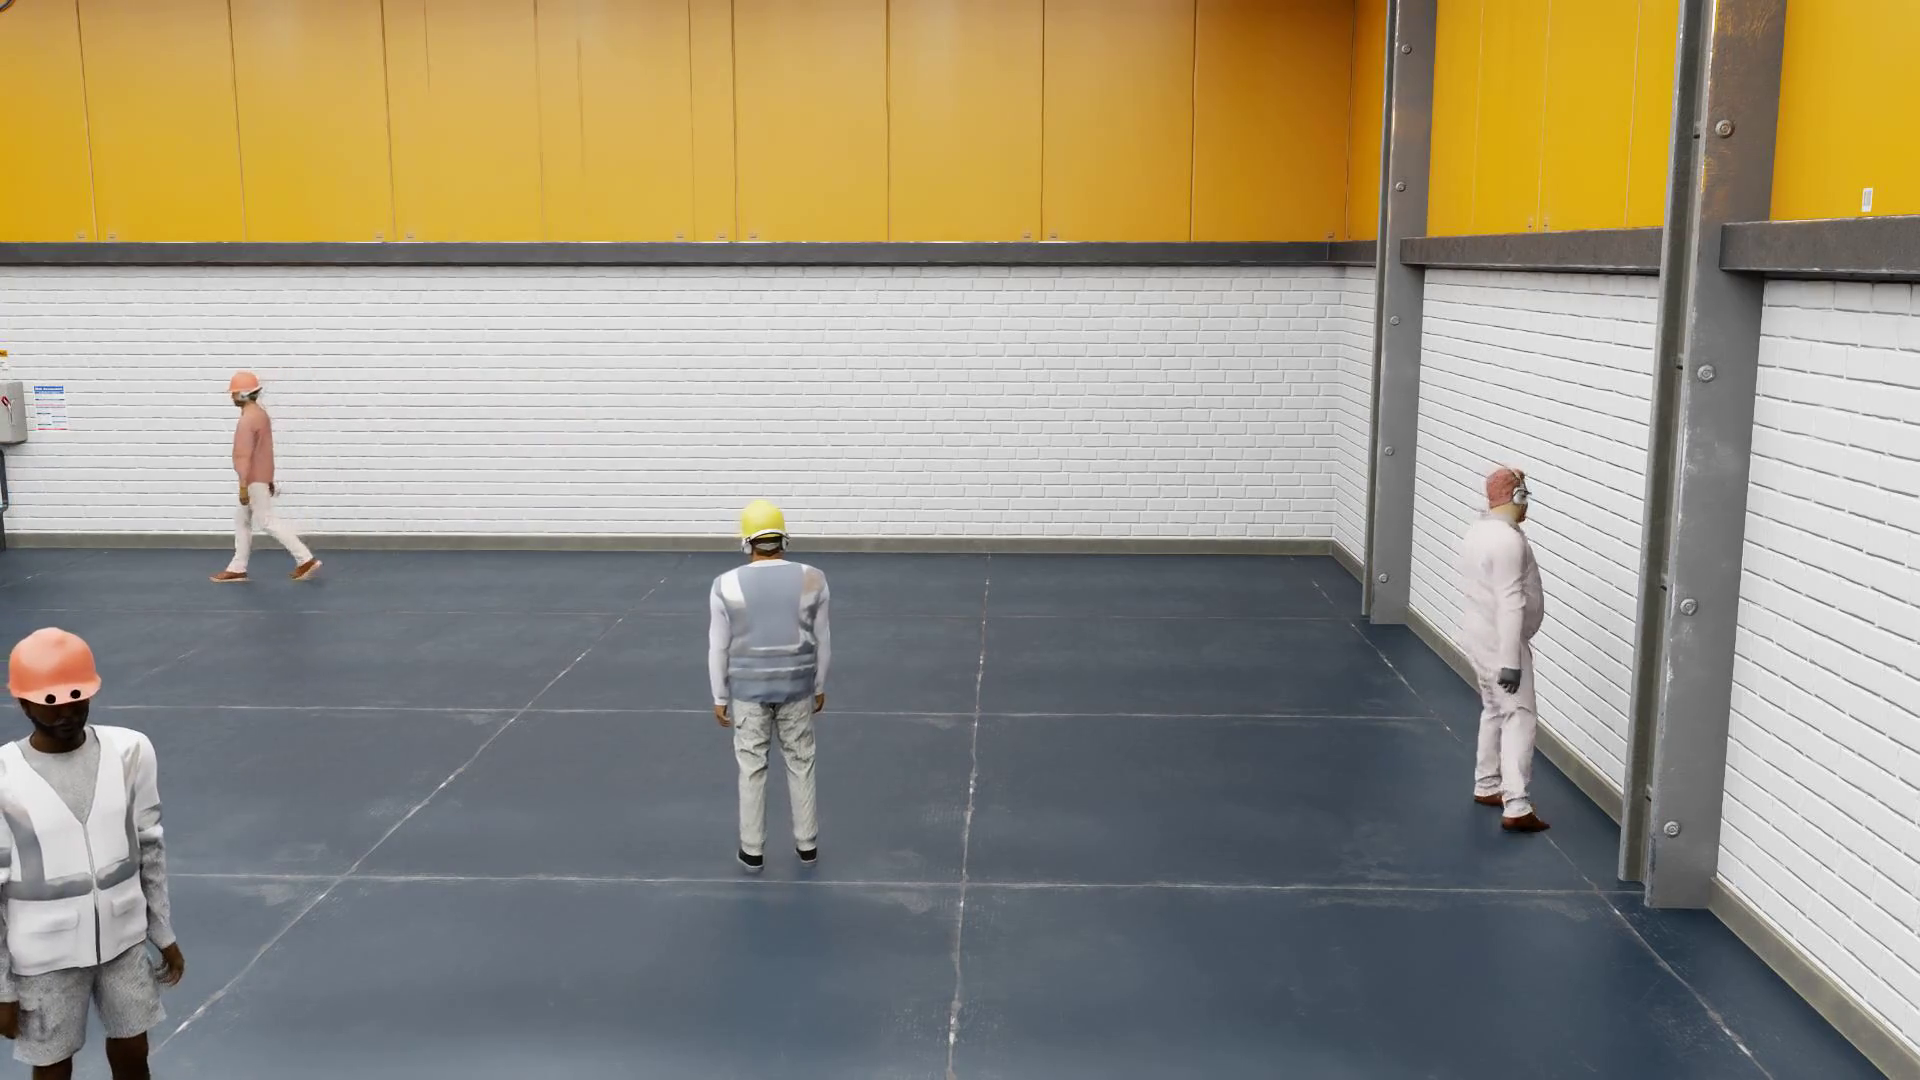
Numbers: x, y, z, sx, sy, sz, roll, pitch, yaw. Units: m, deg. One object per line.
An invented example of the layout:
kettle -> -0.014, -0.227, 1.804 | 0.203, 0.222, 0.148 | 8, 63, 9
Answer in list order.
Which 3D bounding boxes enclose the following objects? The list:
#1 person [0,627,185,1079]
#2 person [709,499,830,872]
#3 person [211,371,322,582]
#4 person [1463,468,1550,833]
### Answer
person -> -2.605, 1.199, 4.935 | 0.372, 1.936, 0.550 | 8, 13, 40
person -> -0.925, 0.714, 8.102 | 0.594, 1.830, 0.403 | -2, 10, -14
person -> -6.383, -0.569, 15.220 | 0.963, 1.962, 0.624 | -2, 10, -9
person -> 2.902, 0.572, 8.807 | 0.439, 1.870, 0.754 | 1, 10, 5
